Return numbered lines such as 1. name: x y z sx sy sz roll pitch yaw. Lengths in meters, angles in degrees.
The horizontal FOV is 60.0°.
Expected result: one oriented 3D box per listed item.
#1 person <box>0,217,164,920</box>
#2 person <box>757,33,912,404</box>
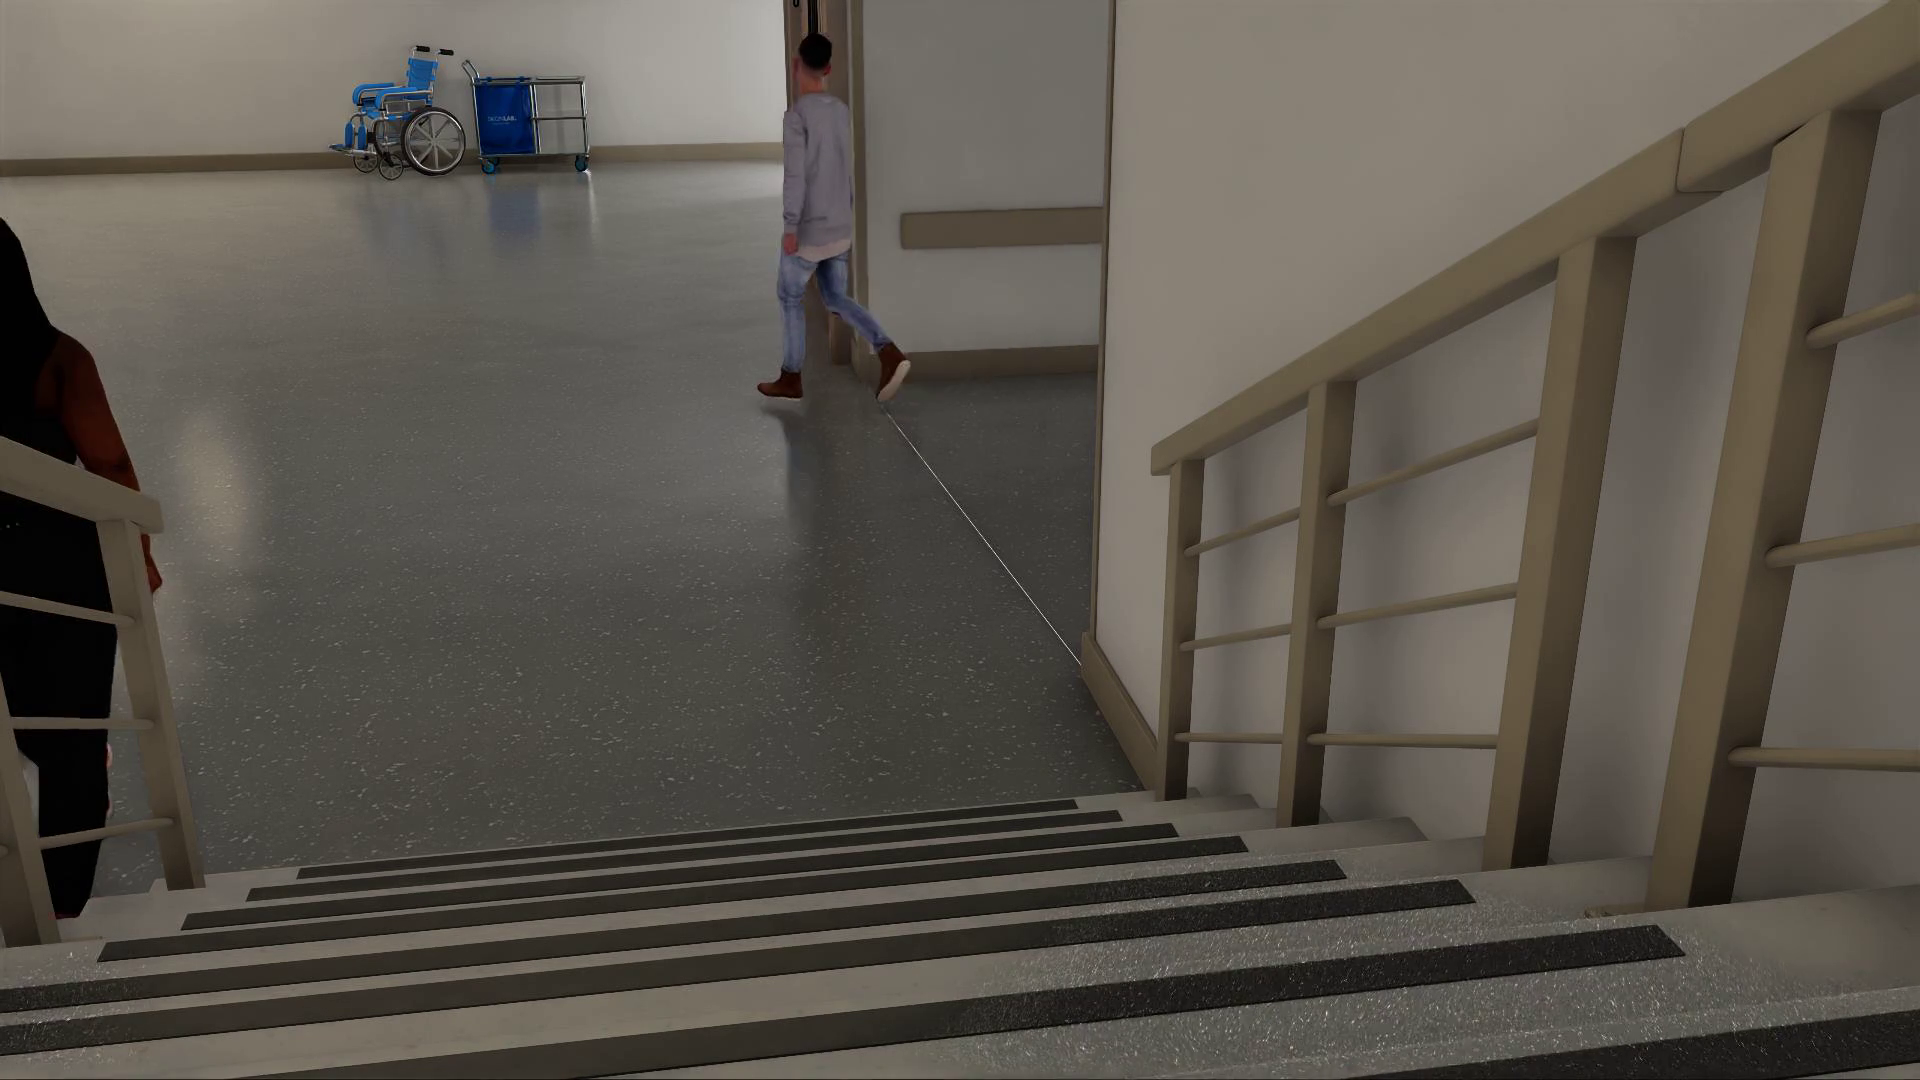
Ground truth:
1. person: -2.161 0.150 3.815 0.754 1.768 1.214 -5 21 -14
2. person: -0.620 -1.540 8.219 1.181 1.809 1.175 10 23 25
